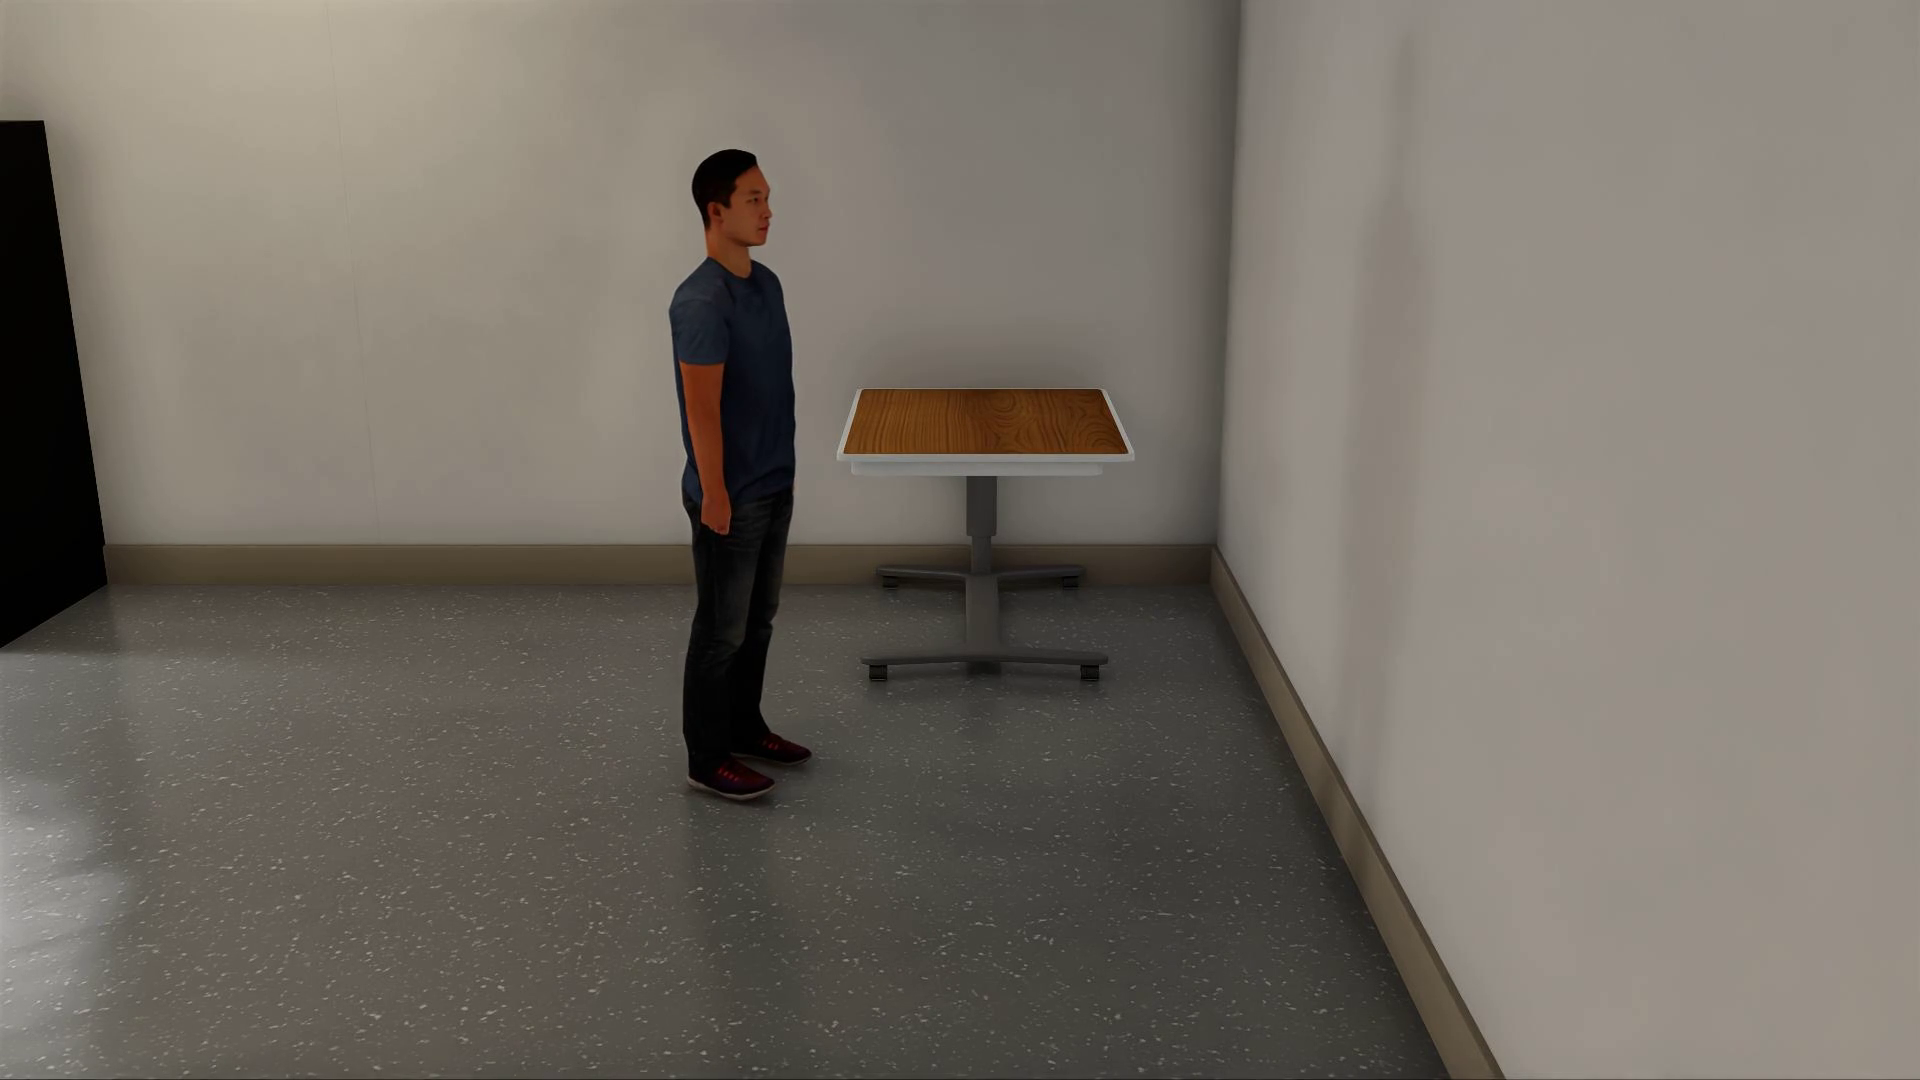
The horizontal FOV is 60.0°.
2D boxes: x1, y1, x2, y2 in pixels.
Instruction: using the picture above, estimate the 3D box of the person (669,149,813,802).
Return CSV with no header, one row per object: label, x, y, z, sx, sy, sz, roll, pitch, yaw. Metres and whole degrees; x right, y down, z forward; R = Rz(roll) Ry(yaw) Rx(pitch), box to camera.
person,-0.638,-0.175,4.684,0.631,1.808,0.690,5,16,16
